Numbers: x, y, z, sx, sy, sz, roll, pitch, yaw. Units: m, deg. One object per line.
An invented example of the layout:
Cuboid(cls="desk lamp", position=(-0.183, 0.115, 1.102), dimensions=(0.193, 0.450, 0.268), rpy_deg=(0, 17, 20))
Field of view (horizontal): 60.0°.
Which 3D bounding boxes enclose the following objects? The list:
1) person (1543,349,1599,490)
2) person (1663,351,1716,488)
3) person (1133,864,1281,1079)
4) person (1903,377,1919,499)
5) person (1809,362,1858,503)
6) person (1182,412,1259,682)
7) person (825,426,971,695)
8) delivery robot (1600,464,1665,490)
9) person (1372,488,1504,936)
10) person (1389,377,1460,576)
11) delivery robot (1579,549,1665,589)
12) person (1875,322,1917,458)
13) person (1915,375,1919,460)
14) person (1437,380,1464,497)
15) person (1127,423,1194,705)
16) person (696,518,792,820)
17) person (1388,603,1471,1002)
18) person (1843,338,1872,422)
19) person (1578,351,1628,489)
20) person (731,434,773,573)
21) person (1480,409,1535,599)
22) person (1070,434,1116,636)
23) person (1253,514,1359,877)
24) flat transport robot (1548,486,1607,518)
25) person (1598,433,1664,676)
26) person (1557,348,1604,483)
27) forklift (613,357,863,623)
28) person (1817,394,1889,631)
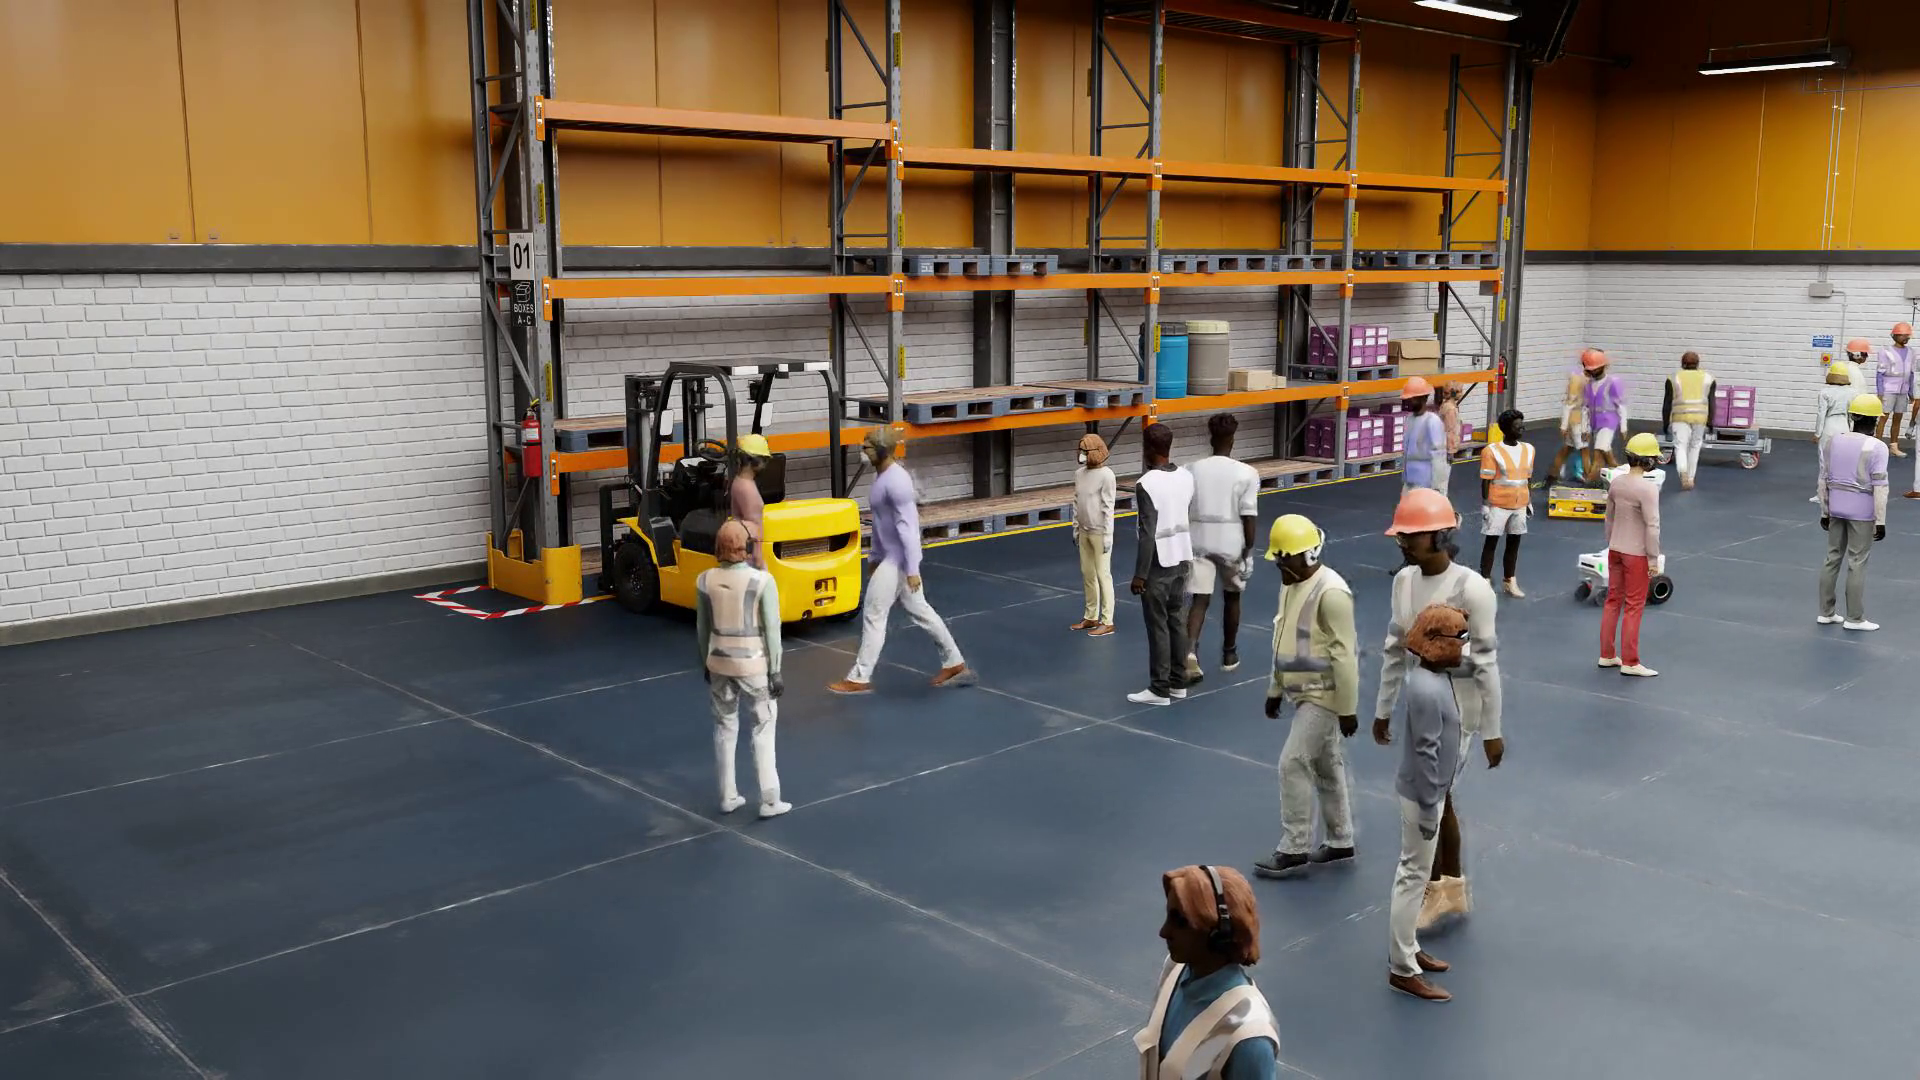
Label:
Cuboid(cls="person", position=(7.912, -1.487, 21.130), dimensions=(1.020, 1.865, 0.627), rpy_deg=(9, 13, 44))
Cuboid(cls="person", position=(9.523, -1.554, 21.707), dimensions=(0.632, 1.813, 0.808), rpy_deg=(2, 10, 13))
Cuboid(cls="person", position=(0.582, 1.554, 3.952), dimensions=(0.307, 1.640, 0.520), rpy_deg=(-3, 10, -17))
Cuboid(cls="person", position=(12.099, -1.432, 20.786), dimensions=(0.520, 1.865, 0.327), rpy_deg=(0, 10, -1))
Cuboid(cls="person", position=(10.740, -1.316, 20.452), dimensions=(0.492, 1.743, 0.296), rpy_deg=(0, 10, -2))
Cuboid(cls="person", position=(1.827, 0.049, 11.941), dimensions=(0.601, 1.925, 0.896), rpy_deg=(4, 10, 20))
Cuboid(cls="person", position=(-0.395, 0.140, 11.536), dimensions=(1.021, 1.890, 0.644), rpy_deg=(-1, 10, -8))
Cuboid(cls="delivery robot", position=(8.264, -0.765, 20.427), dimensions=(0.707, 0.478, 0.477), rpy_deg=(1, 10, 3))
Cuboid(cls="person", position=(2.087, 0.775, 7.419), dimensions=(0.614, 2.014, 0.647), rpy_deg=(-3, 10, -17))
Cuboid(cls="person", position=(4.384, -0.591, 15.715), dimensions=(0.589, 1.916, 0.551), rpy_deg=(-2, 10, -14))
Cuboid(cls="delivery robot", position=(5.804, 0.231, 14.596), dimensions=(0.707, 0.478, 0.477), rpy_deg=(-3, 10, -16))
Cuboid(cls="person", position=(14.105, -2.247, 25.047), dimensions=(0.618, 2.040, 0.396), rpy_deg=(-1, 10, -8))
Cuboid(cls="person", position=(14.472, -2.073, 24.598), dimensions=(0.625, 1.844, 0.429), rpy_deg=(2, 10, 12))
Cuboid(cls="person", position=(5.564, -1.012, 19.016), dimensions=(0.320, 1.628, 0.515), rpy_deg=(2, 10, 9))
Cuboid(cls="person", position=(1.378, 0.164, 11.279), dimensions=(0.375, 1.916, 0.592), rpy_deg=(8, 12, 38))
Cuboid(cls="person", position=(-1.185, 0.700, 8.969), dimensions=(0.530, 1.635, 0.336), rpy_deg=(5, 11, 25))
Cuboid(cls="person", position=(1.938, 1.058, 6.875), dimensions=(0.274, 1.632, 0.503), rpy_deg=(3, 10, 18))
Cuboid(cls="person", position=(11.392, -1.582, 21.269), dimensions=(0.376, 1.997, 0.612), rpy_deg=(3, 10, 17))
Cuboid(cls="person", position=(7.992, -1.421, 20.728), dimensions=(1.021, 1.863, 0.578), rpy_deg=(-4, 10, -22))
Cuboid(cls="person", position=(-1.518, 0.101, 12.128), dimensions=(0.394, 1.746, 0.562), rpy_deg=(-2, 10, -10))
Cuboid(cls="person", position=(4.829, -0.308, 14.685), dimensions=(0.541, 1.696, 0.315), rpy_deg=(-3, 10, -16))
Cuboid(cls="person", position=(1.071, -0.045, 13.360), dimensions=(0.280, 1.624, 0.494), rpy_deg=(-6, 12, -32))
Cuboid(cls="person", position=(1.672, 0.761, 8.172), dimensions=(0.693, 1.783, 0.611), rpy_deg=(-1, 10, -7))
Cuboid(cls="flat transport robot", position=(7.332, -0.455, 19.716), dimensions=(0.652, 0.197, 1.431), rpy_deg=(3, 10, 19))
Cuboid(cls="person", position=(4.900, 0.102, 12.087), dimensions=(0.315, 1.767, 0.535), rpy_deg=(-2, 10, -14))
Cuboid(cls="person", position=(8.341, -1.673, 22.314), dimensions=(0.607, 1.818, 0.458), rpy_deg=(-4, 11, -24))
Cuboid(cls="forklift", position=(-1.847, -0.414, 13.852), dimensions=(1.214, 2.155, 2.313), rpy_deg=(-9, 13, -42))
Cuboid(cls="person", position=(7.281, -0.227, 13.540), dimensions=(0.371, 1.925, 0.595), rpy_deg=(-4, 10, -22))
